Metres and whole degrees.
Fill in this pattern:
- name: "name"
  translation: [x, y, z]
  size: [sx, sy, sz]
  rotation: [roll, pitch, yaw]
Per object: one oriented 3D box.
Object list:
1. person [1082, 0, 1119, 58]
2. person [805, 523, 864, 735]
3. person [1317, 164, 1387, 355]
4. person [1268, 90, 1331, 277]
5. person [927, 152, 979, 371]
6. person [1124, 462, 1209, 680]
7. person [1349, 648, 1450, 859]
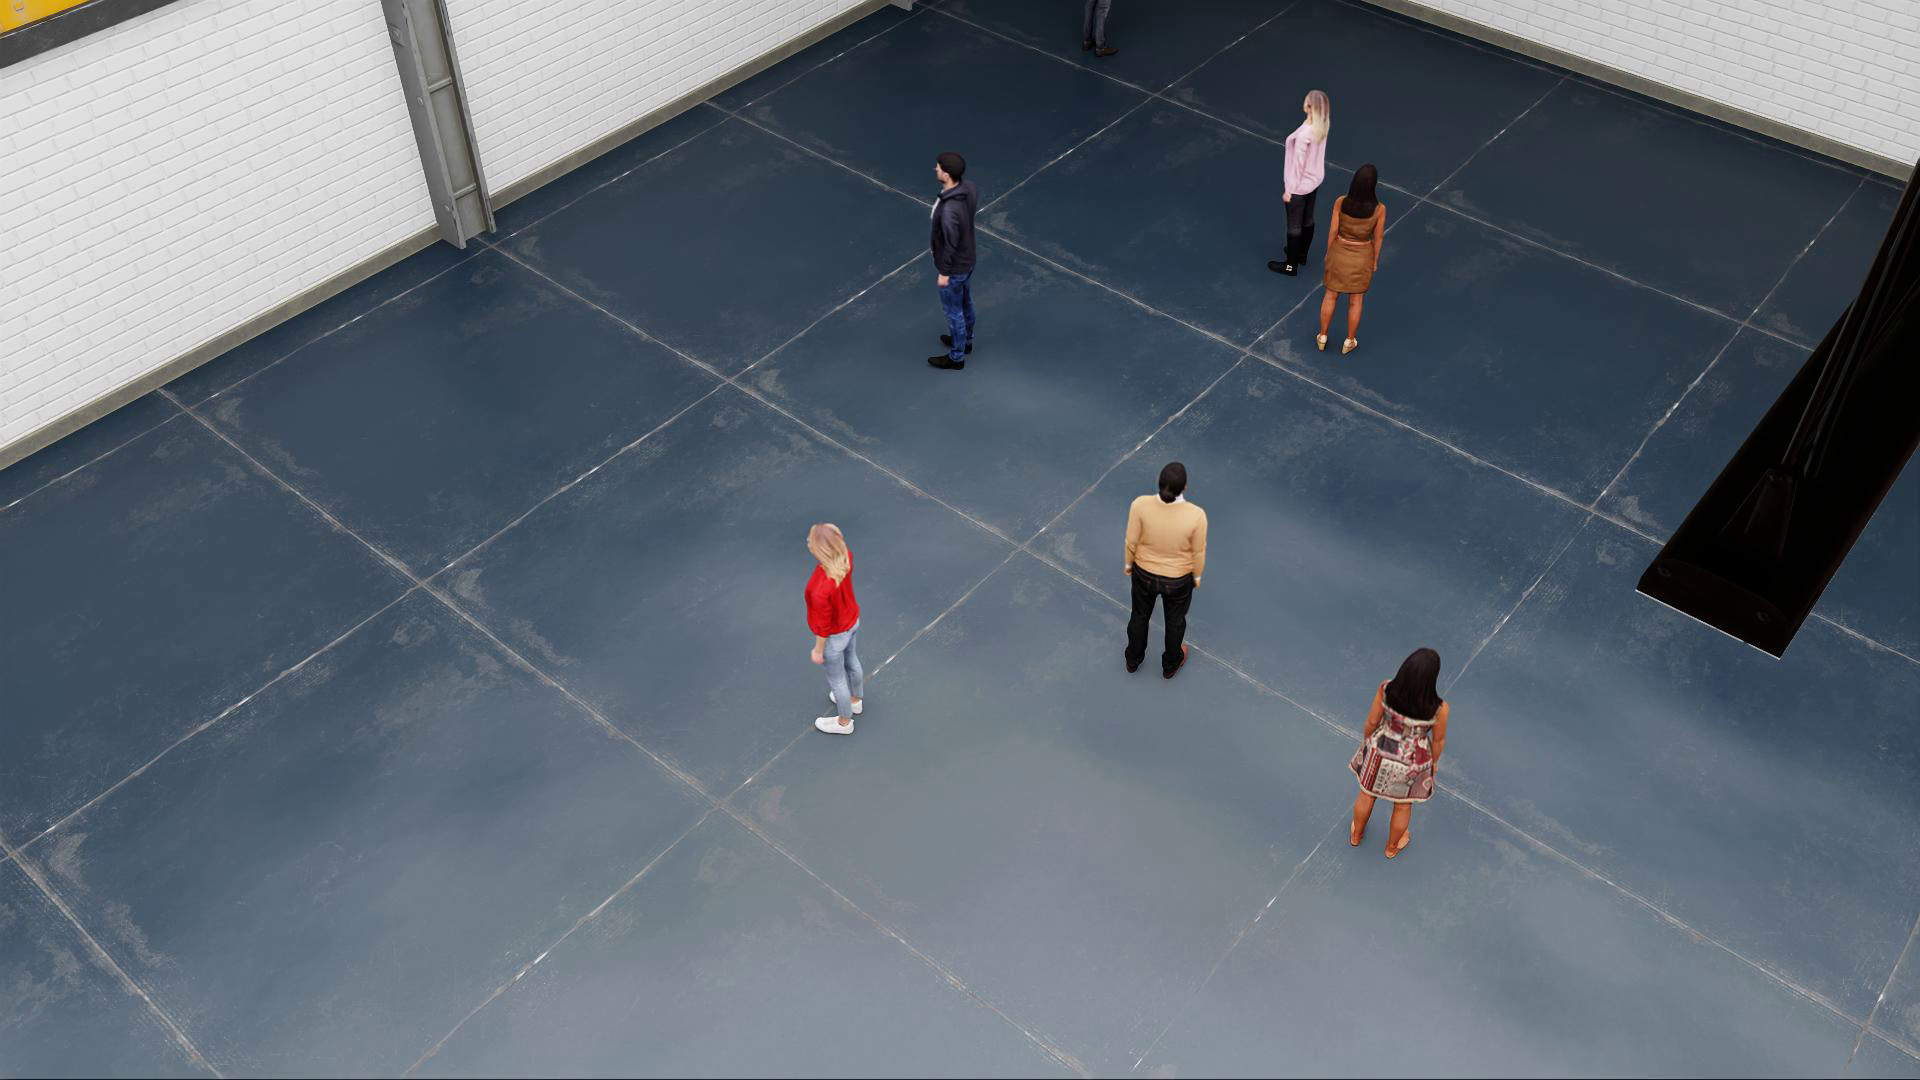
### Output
- name: "person"
  translation: [1.417, -5.760, 16.755]
  size: [0.628, 1.782, 0.699]
  rotation: [-25, 49, -24]
- name: "person"
  translation: [-0.760, 0.545, 10.192]
  size: [0.732, 1.704, 0.561]
  rotation: [15, 46, 15]
- name: "person"
  translation: [3.072, -2.202, 13.087]
  size: [0.634, 1.690, 0.625]
  rotation: [12, 45, 13]
- name: "person"
  translation: [2.888, -2.991, 13.916]
  size: [0.649, 1.687, 0.467]
  rotation: [31, 52, 28]
- name: "person"
  translation: [-0.029, -2.165, 12.900]
  size: [0.805, 1.895, 0.648]
  rotation: [13, 45, 13]
- name: "person"
  translation: [1.282, 0.194, 10.525]
  size: [0.747, 1.754, 0.732]
  rotation: [10, 45, 11]
- name: "person"
  translation: [2.507, 1.217, 9.530]
  size: [0.699, 1.645, 0.613]
  rotation: [19, 47, 19]
